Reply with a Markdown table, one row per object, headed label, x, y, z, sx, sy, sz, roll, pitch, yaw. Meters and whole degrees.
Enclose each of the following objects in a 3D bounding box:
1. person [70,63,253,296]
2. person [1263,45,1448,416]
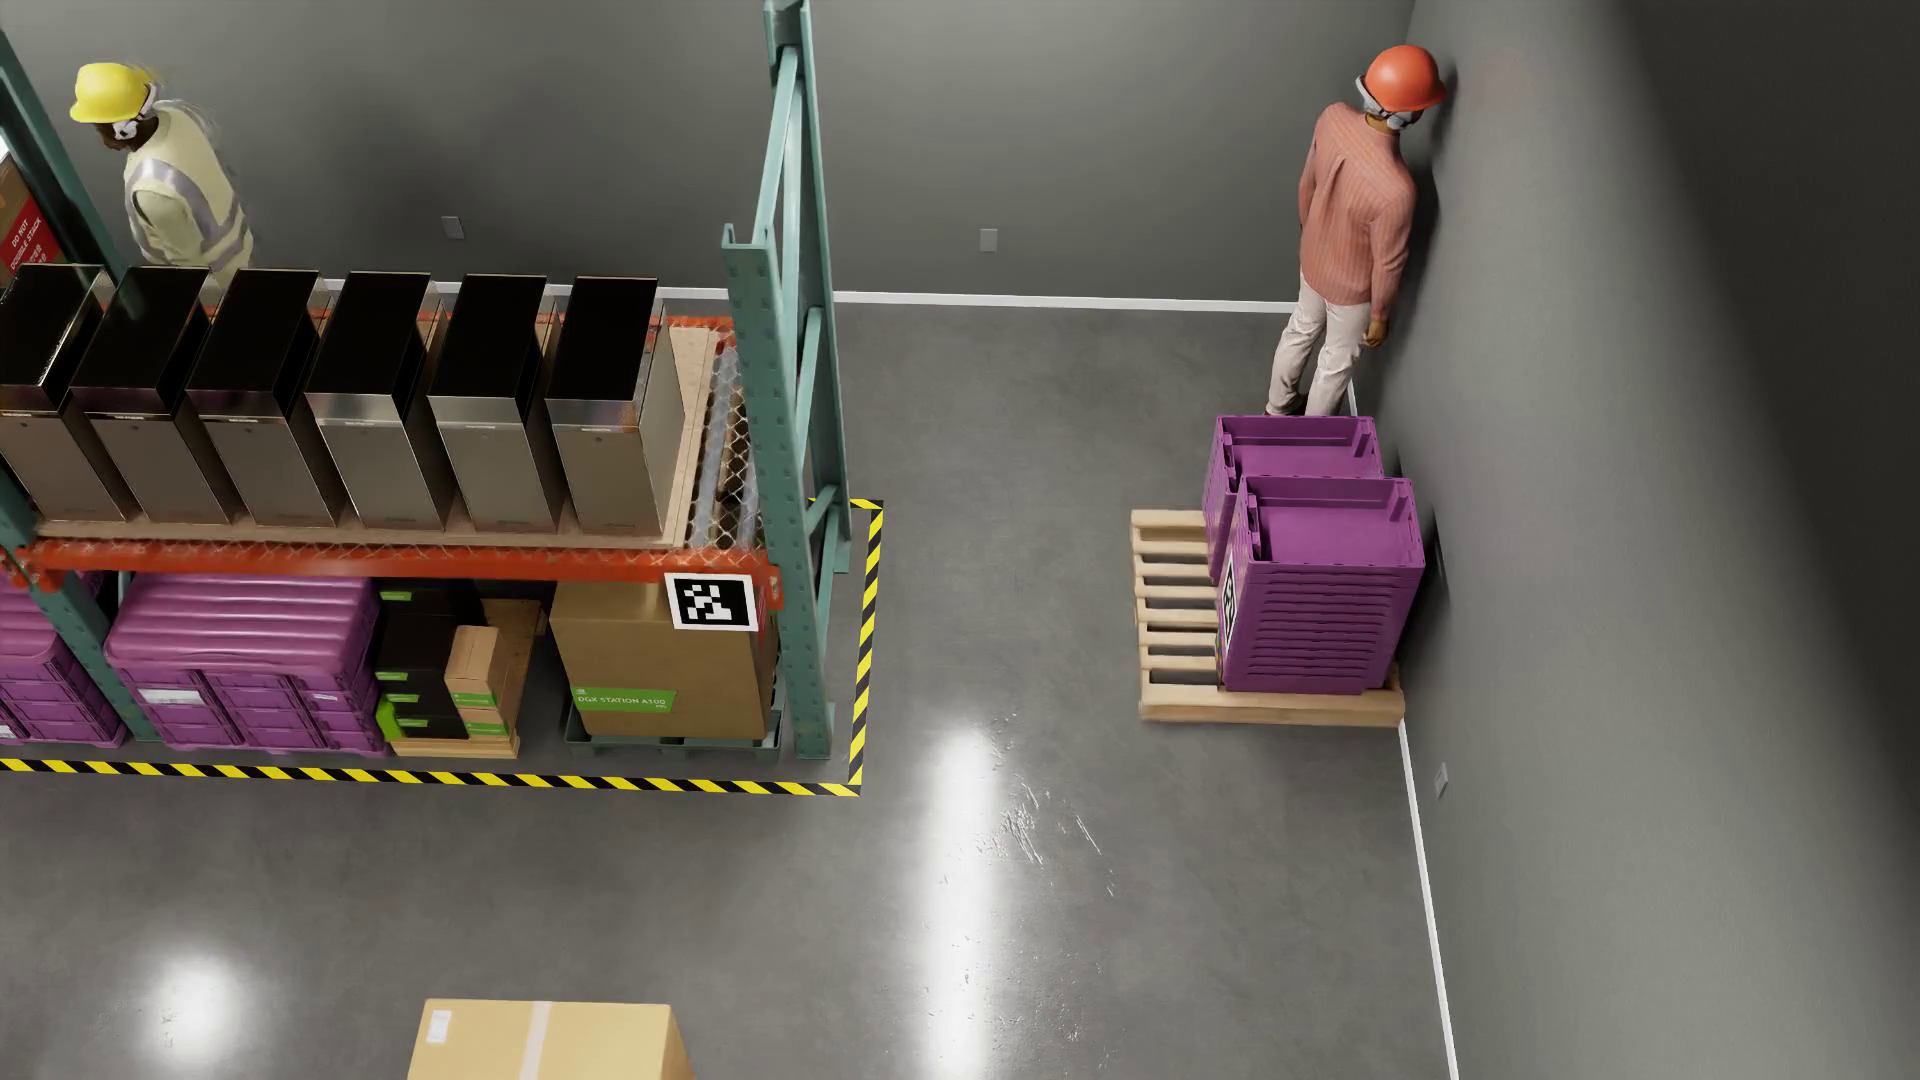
| label | x | y | z | sx | sy | sz | roll | pitch | yaw |
| --- | --- | --- | --- | --- | --- | --- | --- | --- | --- |
| person | -3.048 | -1.146 | 6.671 | 0.416 | 1.819 | 0.605 | -4 | 52 | -3 |
| person | 1.525 | -1.065 | 6.495 | 0.395 | 1.992 | 0.622 | -17 | 54 | -13 |
